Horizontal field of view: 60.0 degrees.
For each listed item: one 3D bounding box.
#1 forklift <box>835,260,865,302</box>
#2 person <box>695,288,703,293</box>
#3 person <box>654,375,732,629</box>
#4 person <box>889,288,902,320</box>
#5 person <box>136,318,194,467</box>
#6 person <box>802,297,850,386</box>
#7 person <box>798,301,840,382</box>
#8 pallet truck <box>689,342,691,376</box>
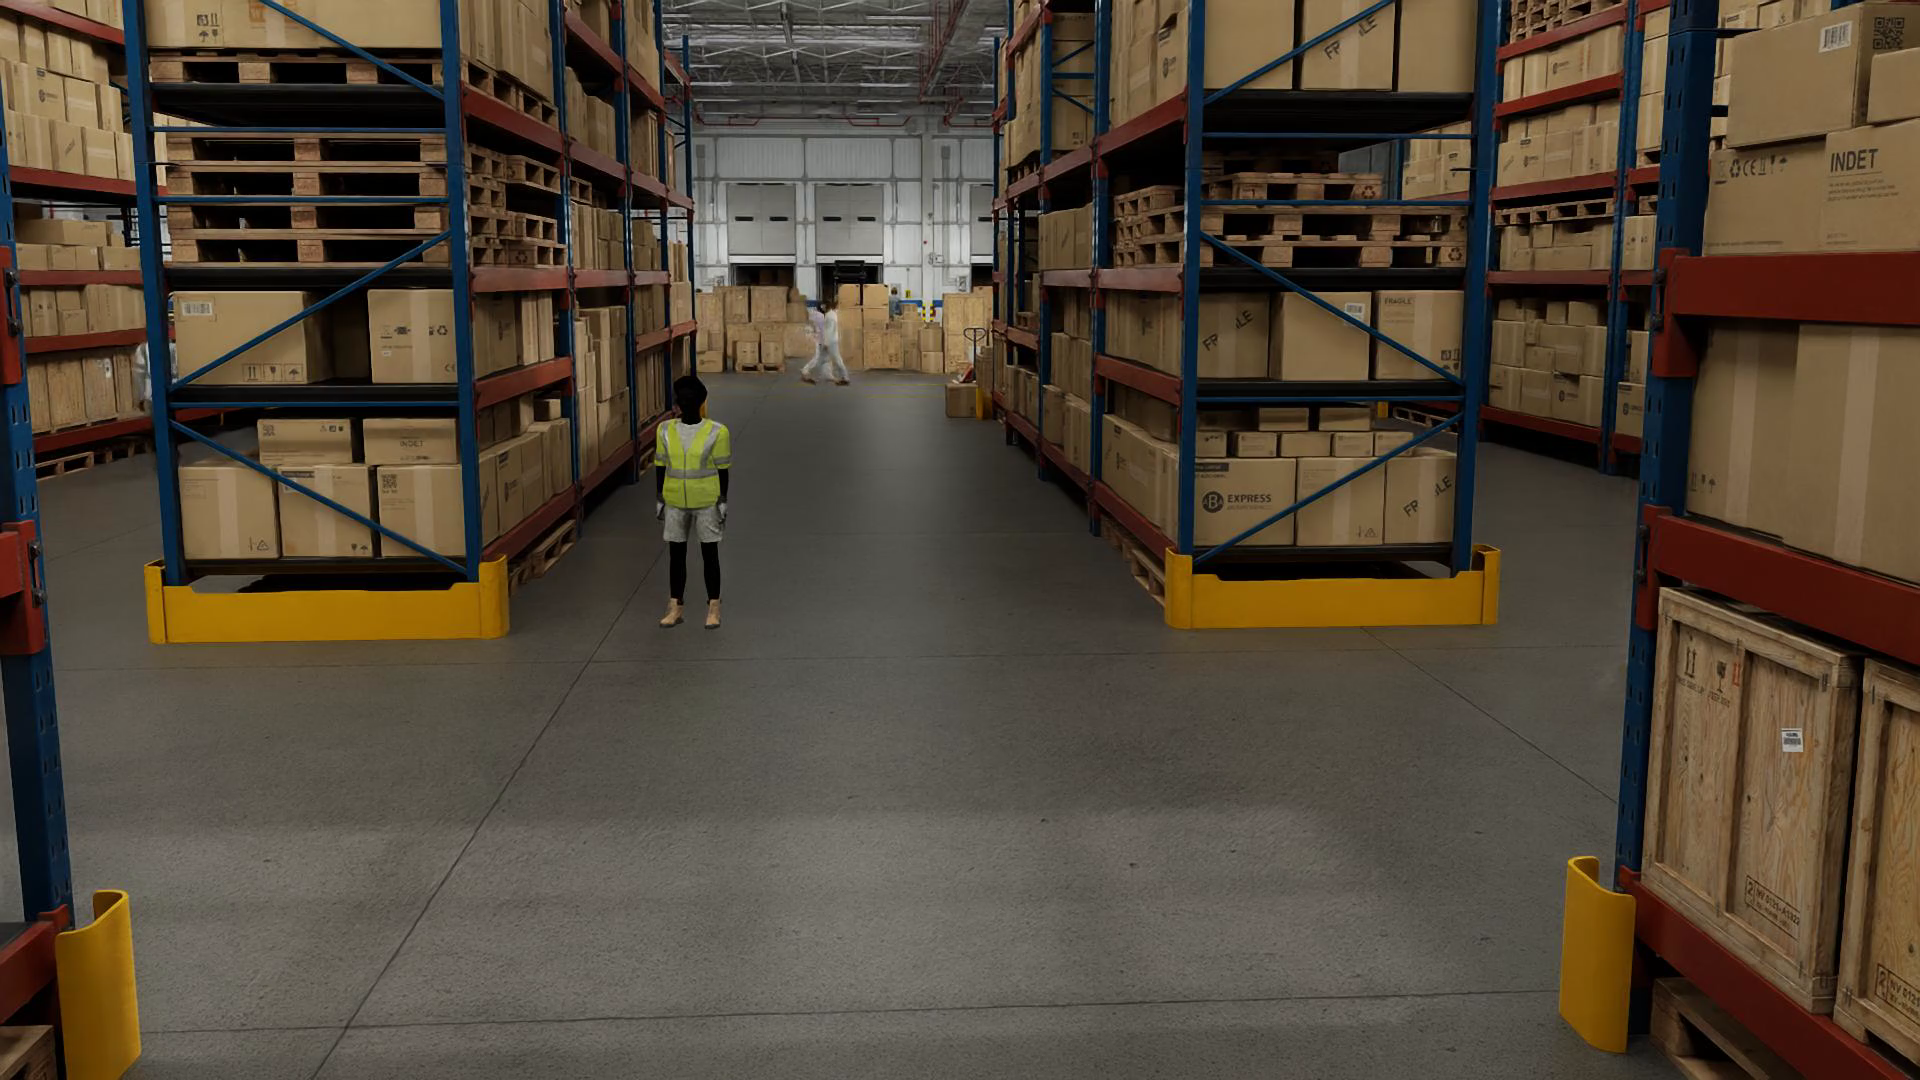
[{"bbox_3d":[-3.412,-7.285,51.571,1.129,2.768,1.873,-1,9,-4],"label":"forklift"},{"bbox_3d":[-8.470,-7.175,53.833,0.351,1.936,0.634,-8,12,-43],"label":"person"},{"bbox_3d":[-1.785,-0.249,11.094,0.533,1.697,0.319,1,9,8],"label":"person"},{"bbox_3d":[-2.311,-7.829,57.980,0.634,1.930,0.384,3,10,19],"label":"person"},{"bbox_3d":[-9.519,-1.757,19.981,0.573,1.879,0.998,-1,9,-8],"label":"person"},{"bbox_3d":[-2.816,-4.192,35.273,1.035,1.880,0.660,-2,9,-13],"label":"person"},{"bbox_3d":[-3.118,-4.365,36.608,0.853,1.814,0.633,0,9,2],"label":"person"},{"bbox_3d":[-5.225,-3.008,27.480,1.885,1.965,0.823,2,9,14],"label":"pallet truck"}]
